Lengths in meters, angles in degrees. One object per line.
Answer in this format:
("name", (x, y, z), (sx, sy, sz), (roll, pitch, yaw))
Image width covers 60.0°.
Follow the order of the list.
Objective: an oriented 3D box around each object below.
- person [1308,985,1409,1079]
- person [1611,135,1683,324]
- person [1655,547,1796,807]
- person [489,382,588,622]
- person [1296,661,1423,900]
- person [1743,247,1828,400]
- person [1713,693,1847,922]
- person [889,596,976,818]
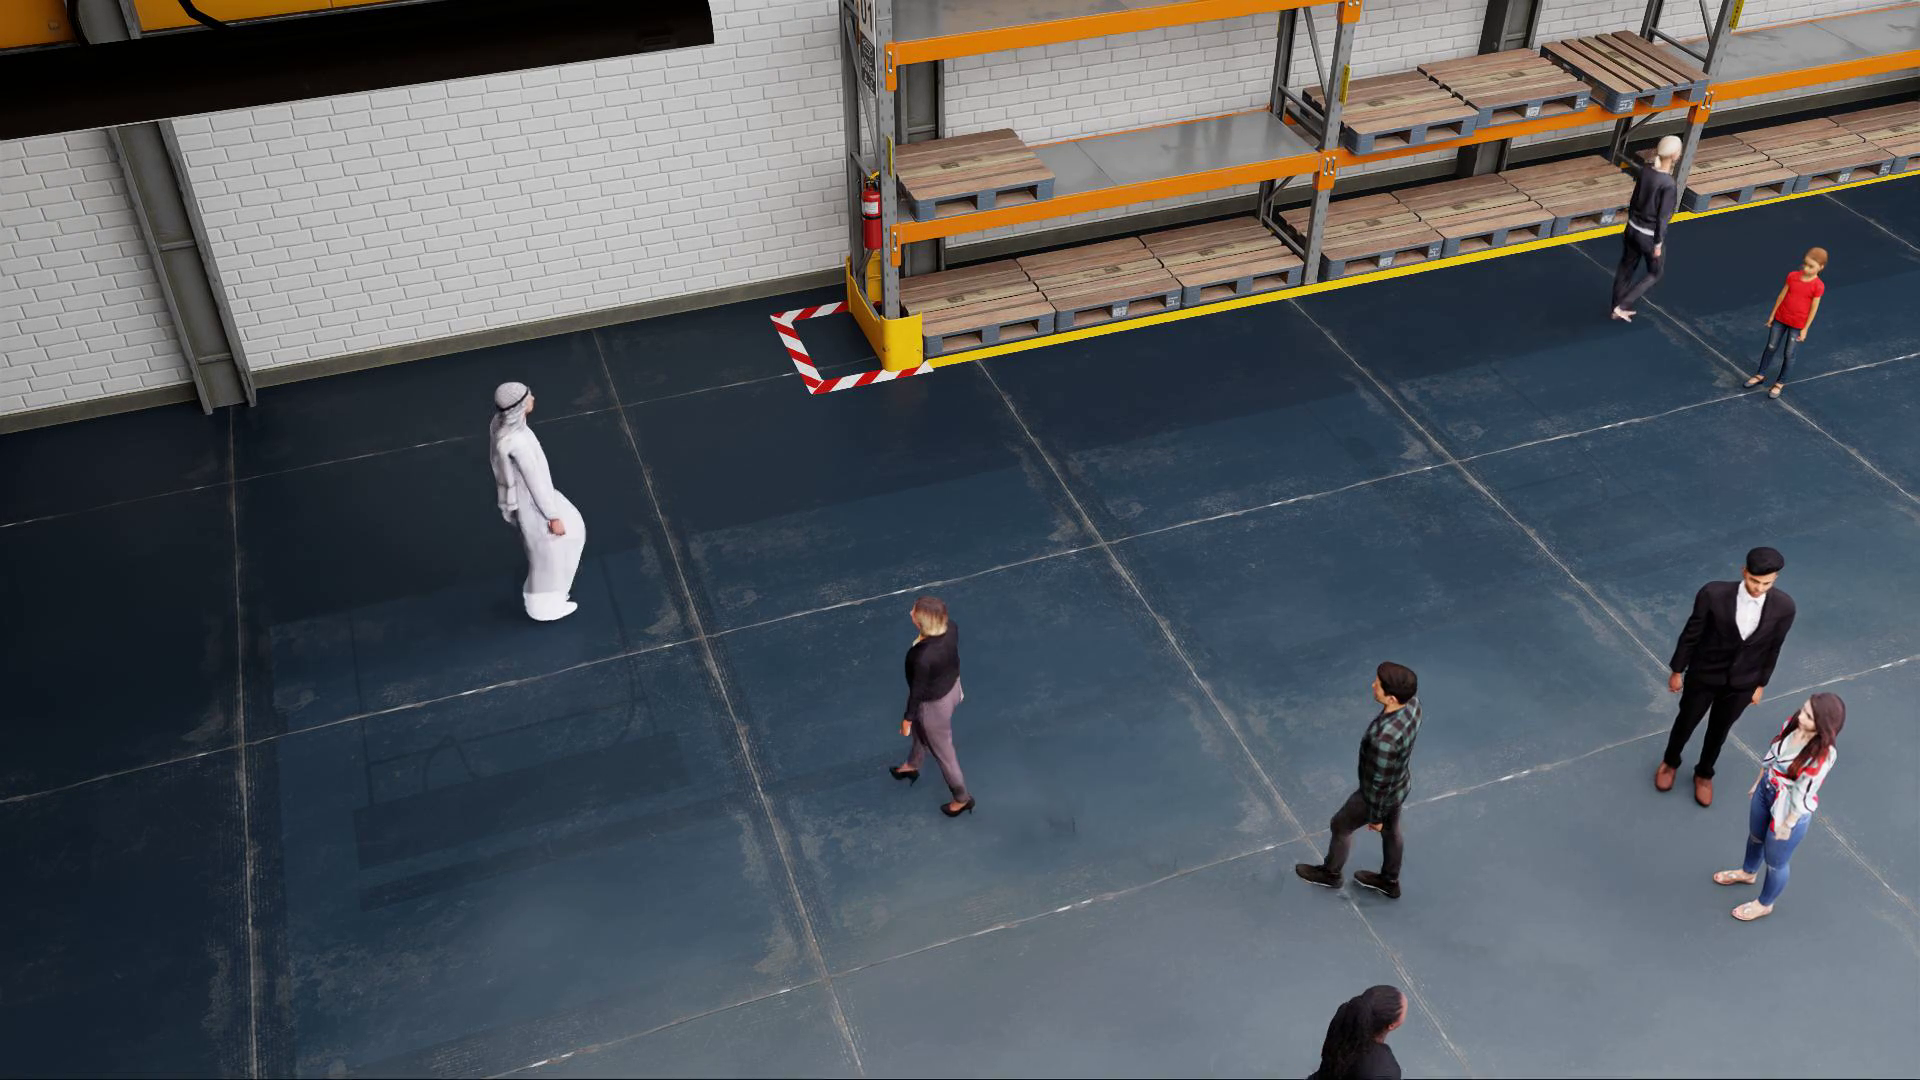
("person", (1.675, 2.643, 7.566), (0.868, 1.705, 0.679), (-19, 43, -23))
("person", (5.769, -2.605, 14.127), (0.606, 1.719, 0.644), (-14, 41, -17))
("person", (4.491, 0.762, 9.786), (0.747, 1.876, 0.844), (11, 40, 14))
("person", (-2.898, -0.201, 10.962), (0.752, 1.912, 0.675), (-14, 41, -17))
("person", (2.389, 1.371, 9.110), (0.935, 1.698, 0.920), (26, 45, 28))
("person", (6.709, -1.771, 13.410), (0.578, 1.311, 0.543), (-27, 46, -30))
("person", (4.540, 1.444, 9.143), (0.603, 1.610, 0.638), (-2, 39, -3))
("person", (-0.048, 1.006, 9.662), (0.961, 1.649, 0.888), (14, 41, 17))
